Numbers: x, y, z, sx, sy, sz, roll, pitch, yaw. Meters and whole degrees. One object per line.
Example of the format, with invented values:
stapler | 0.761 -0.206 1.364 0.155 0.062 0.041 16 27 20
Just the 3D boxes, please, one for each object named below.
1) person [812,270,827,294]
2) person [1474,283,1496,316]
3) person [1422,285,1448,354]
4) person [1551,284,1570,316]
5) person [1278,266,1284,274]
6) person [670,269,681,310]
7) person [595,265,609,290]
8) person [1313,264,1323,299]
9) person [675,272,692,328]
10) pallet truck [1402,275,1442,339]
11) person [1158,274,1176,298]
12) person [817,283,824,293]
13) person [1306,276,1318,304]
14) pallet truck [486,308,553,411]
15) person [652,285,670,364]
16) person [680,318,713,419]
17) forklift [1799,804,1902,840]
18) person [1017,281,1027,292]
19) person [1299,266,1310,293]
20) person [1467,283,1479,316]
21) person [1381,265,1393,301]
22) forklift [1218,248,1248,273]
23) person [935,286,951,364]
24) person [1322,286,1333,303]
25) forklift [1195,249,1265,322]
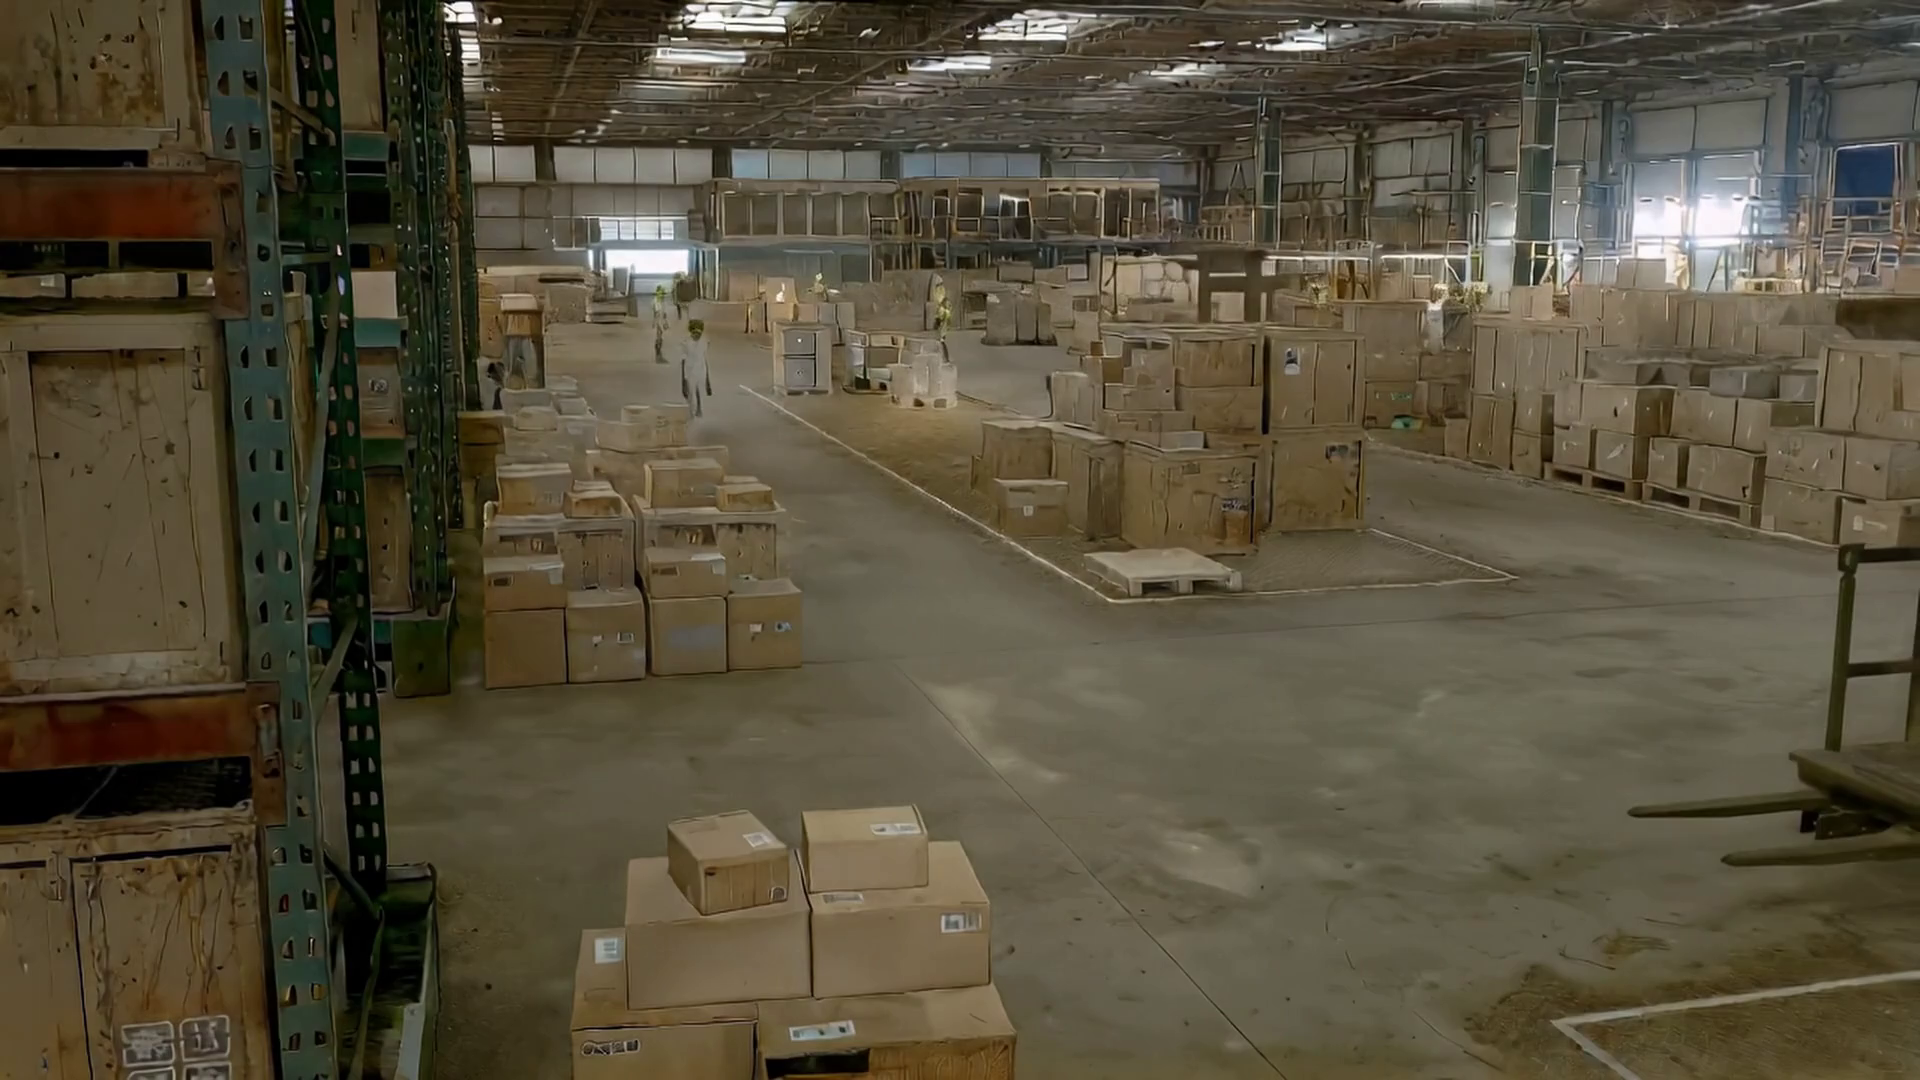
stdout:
person | -4.907 -8.446 58.373 0.539 2.000 0.688 -4 11 -22
person | 15.431 -6.649 48.887 0.631 1.798 0.939 2 10 10
person | 11.995 -5.516 42.195 0.631 1.885 0.839 9 14 43
person | 14.884 -5.374 41.295 0.585 1.930 0.357 4 11 21
person | 16.825 -13.592 88.079 0.625 1.844 0.429 -1 10 -6
person | -12.803 -11.300 75.105 0.588 1.851 0.932 -1 10 -3
person | -15.660 -10.993 72.818 0.634 2.030 0.449 2 10 11
person | 18.791 -13.483 87.116 0.631 1.972 0.823 -4 11 -22
person | -9.792 -8.505 58.981 0.624 1.939 1.030 3 10 14
pallet truck | 14.620 -7.324 52.145 0.823 1.965 1.885 8 13 40
person | 7.192 -8.280 57.805 0.634 1.917 0.819 3 10 16
person | -4.240 -6.932 50.587 0.523 1.767 0.313 -1 10 -6
person | 11.325 -7.535 53.549 0.376 1.935 0.629 7 12 36
pallet truck | -6.242 -2.418 24.362 0.823 1.965 1.885 1 10 3
person | -7.319 -5.276 40.721 0.362 1.938 0.545 2 10 10
person | -3.747 -2.227 23.658 0.309 1.864 0.535 9 13 40
forklift | 5.115 0.112 7.537 1.873 2.768 1.129 -3 10 -15
person | 1.978 -7.040 51.052 0.948 1.822 0.510 8 13 39
person | 17.109 -12.625 82.443 0.596 1.902 0.779 -1 10 -8
person | 16.741 -7.506 54.076 0.540 1.684 0.572 5 11 27
person | 20.745 -12.371 80.865 0.605 1.948 0.384 7 12 33
forklift | 6.210 -5.267 37.997 1.873 2.768 1.129 -3 10 -15
person | -0.390 -4.826 38.097 0.367 1.964 0.603 -1 10 -5
person | 10.845 -6.594 48.859 0.905 1.700 0.504 -5 11 -25
forklift | 3.850 -2.790 23.972 1.129 2.768 1.873 6 12 30
